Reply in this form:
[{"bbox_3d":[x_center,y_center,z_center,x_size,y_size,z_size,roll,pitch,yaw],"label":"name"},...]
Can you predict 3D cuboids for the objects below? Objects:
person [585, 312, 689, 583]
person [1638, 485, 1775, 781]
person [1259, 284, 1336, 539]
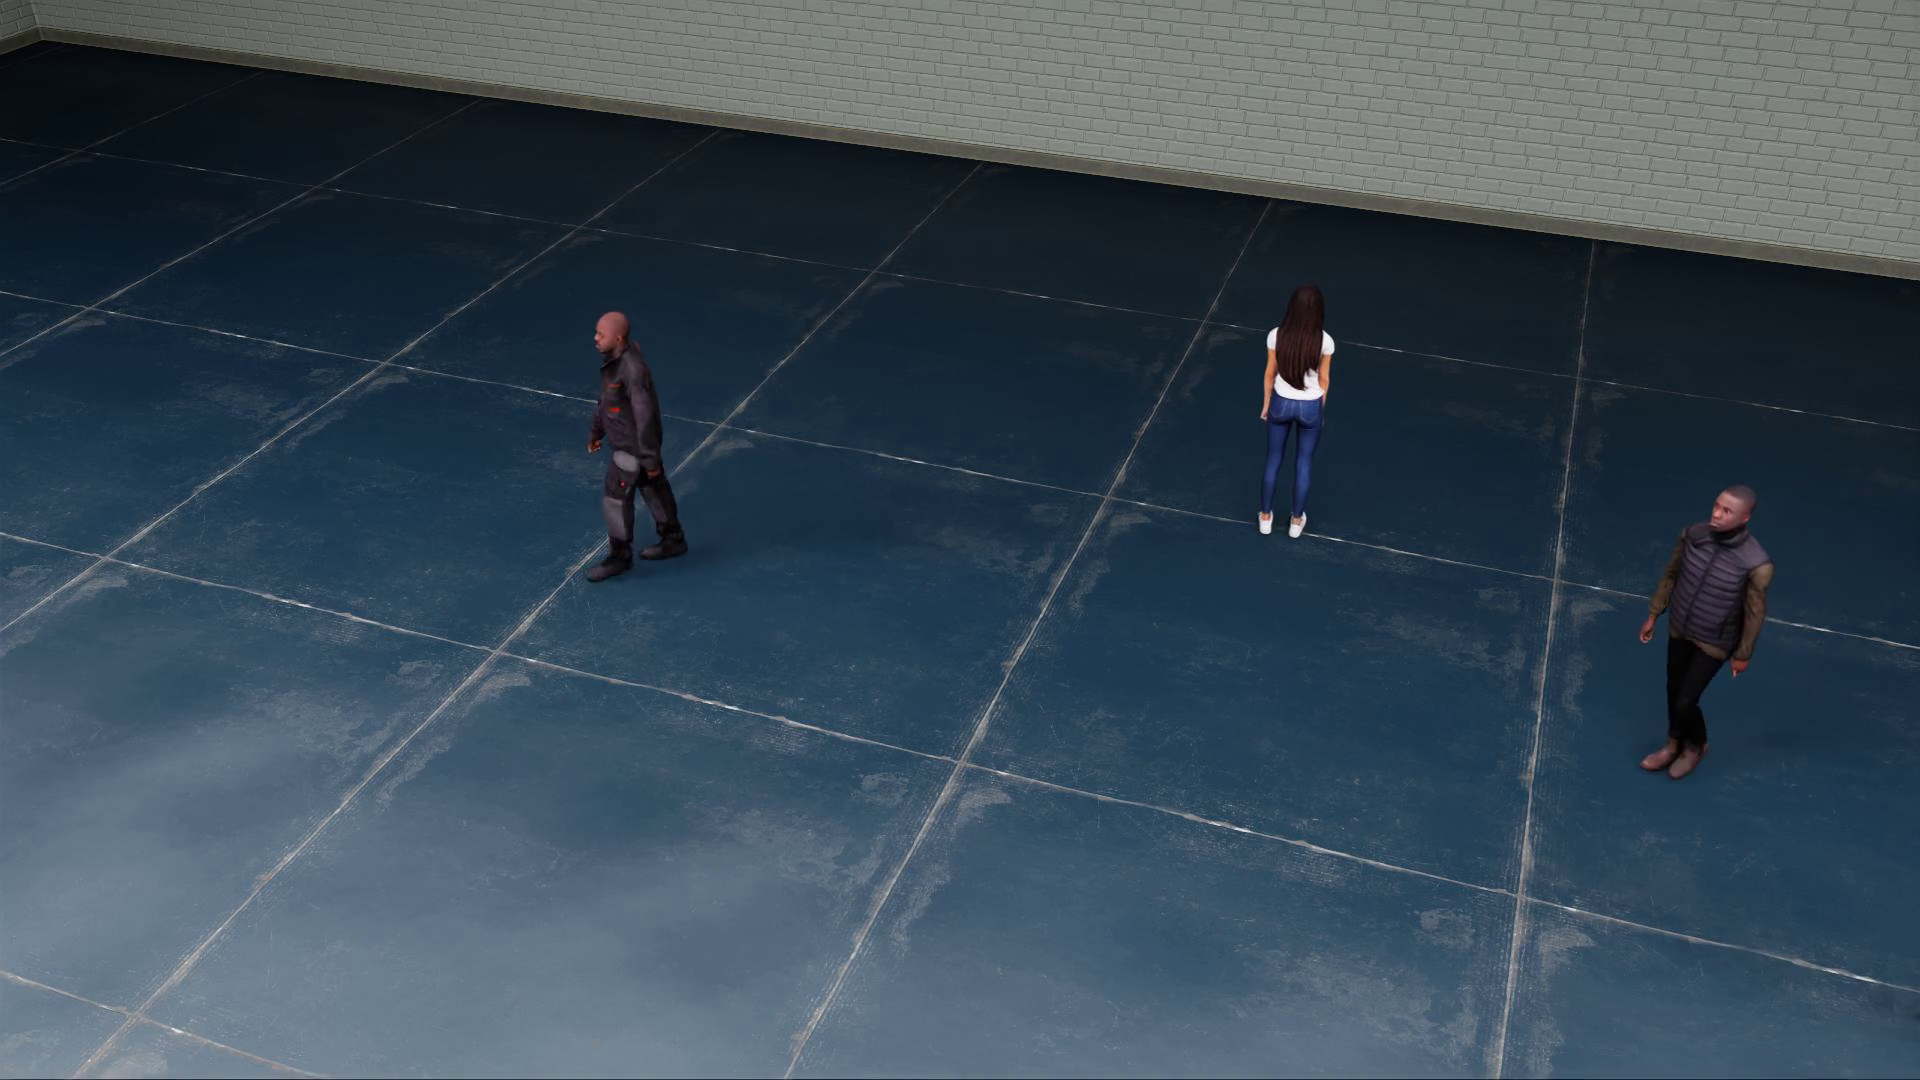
[{"bbox_3d":[-1.934,-0.632,10.453,1.058,1.801,1.022,-10,34,-15],"label":"person"},{"bbox_3d":[3.955,0.480,8.724,0.887,1.822,0.824,-14,35,-20],"label":"person"},{"bbox_3d":[2.172,-0.823,10.772,0.577,1.773,0.517,12,35,18],"label":"person"}]
